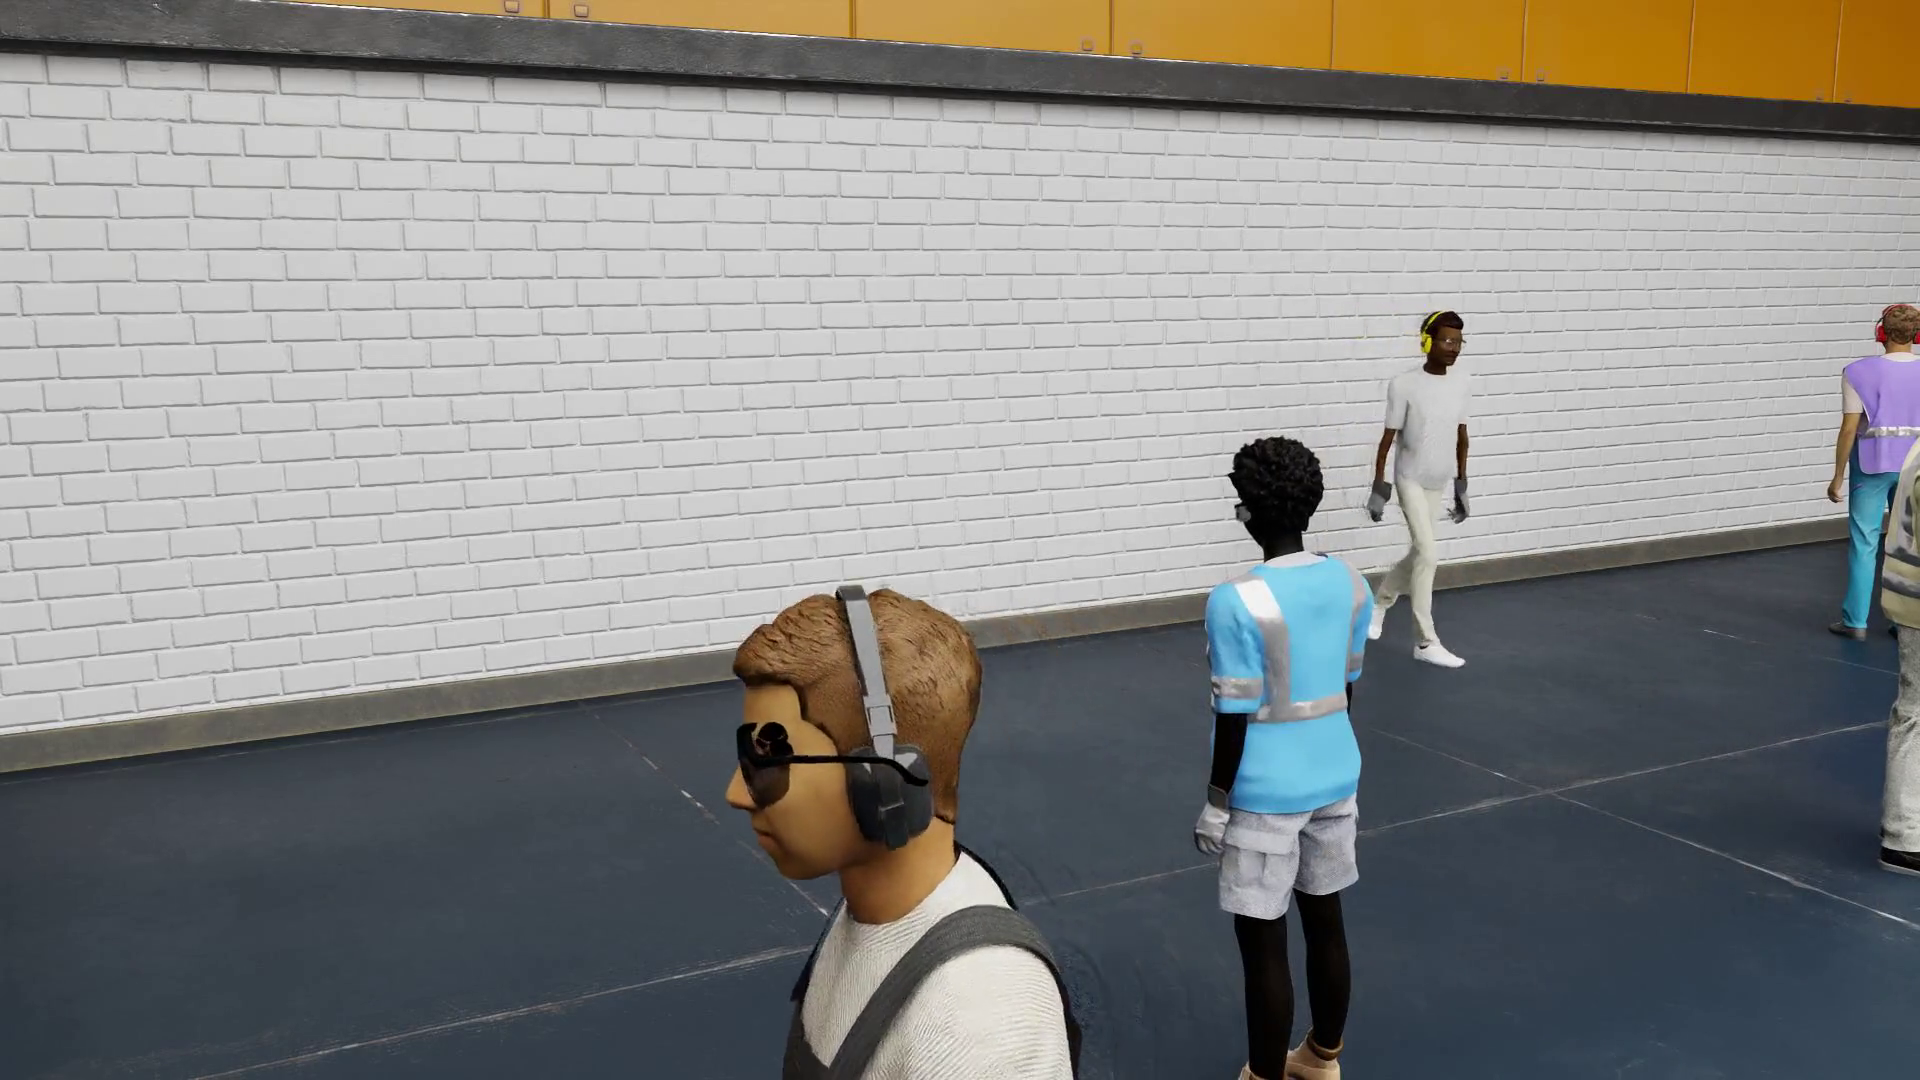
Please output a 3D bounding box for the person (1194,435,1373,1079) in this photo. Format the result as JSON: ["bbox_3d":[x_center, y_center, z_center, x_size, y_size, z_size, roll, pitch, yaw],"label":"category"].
[{"bbox_3d":[0.769,0.597,4.001,0.535,1.694,0.321,-8,13,-39],"label":"person"}]

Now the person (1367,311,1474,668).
[{"bbox_3d":[2.395,-0.298,8.778,0.515,1.837,0.838,-5,11,-25],"label":"person"}]

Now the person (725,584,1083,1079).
[{"bbox_3d":[0.048,0.933,1.719,0.722,1.824,0.507,-3,10,-14],"label":"person"}]

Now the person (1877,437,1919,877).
[{"bbox_3d":[3.361,0.244,5.667,0.403,1.827,0.589,6,11,29],"label":"person"}]

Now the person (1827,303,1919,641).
[{"bbox_3d":[5.054,-0.357,9.055,0.574,1.843,0.374,1,10,6],"label":"person"}]
